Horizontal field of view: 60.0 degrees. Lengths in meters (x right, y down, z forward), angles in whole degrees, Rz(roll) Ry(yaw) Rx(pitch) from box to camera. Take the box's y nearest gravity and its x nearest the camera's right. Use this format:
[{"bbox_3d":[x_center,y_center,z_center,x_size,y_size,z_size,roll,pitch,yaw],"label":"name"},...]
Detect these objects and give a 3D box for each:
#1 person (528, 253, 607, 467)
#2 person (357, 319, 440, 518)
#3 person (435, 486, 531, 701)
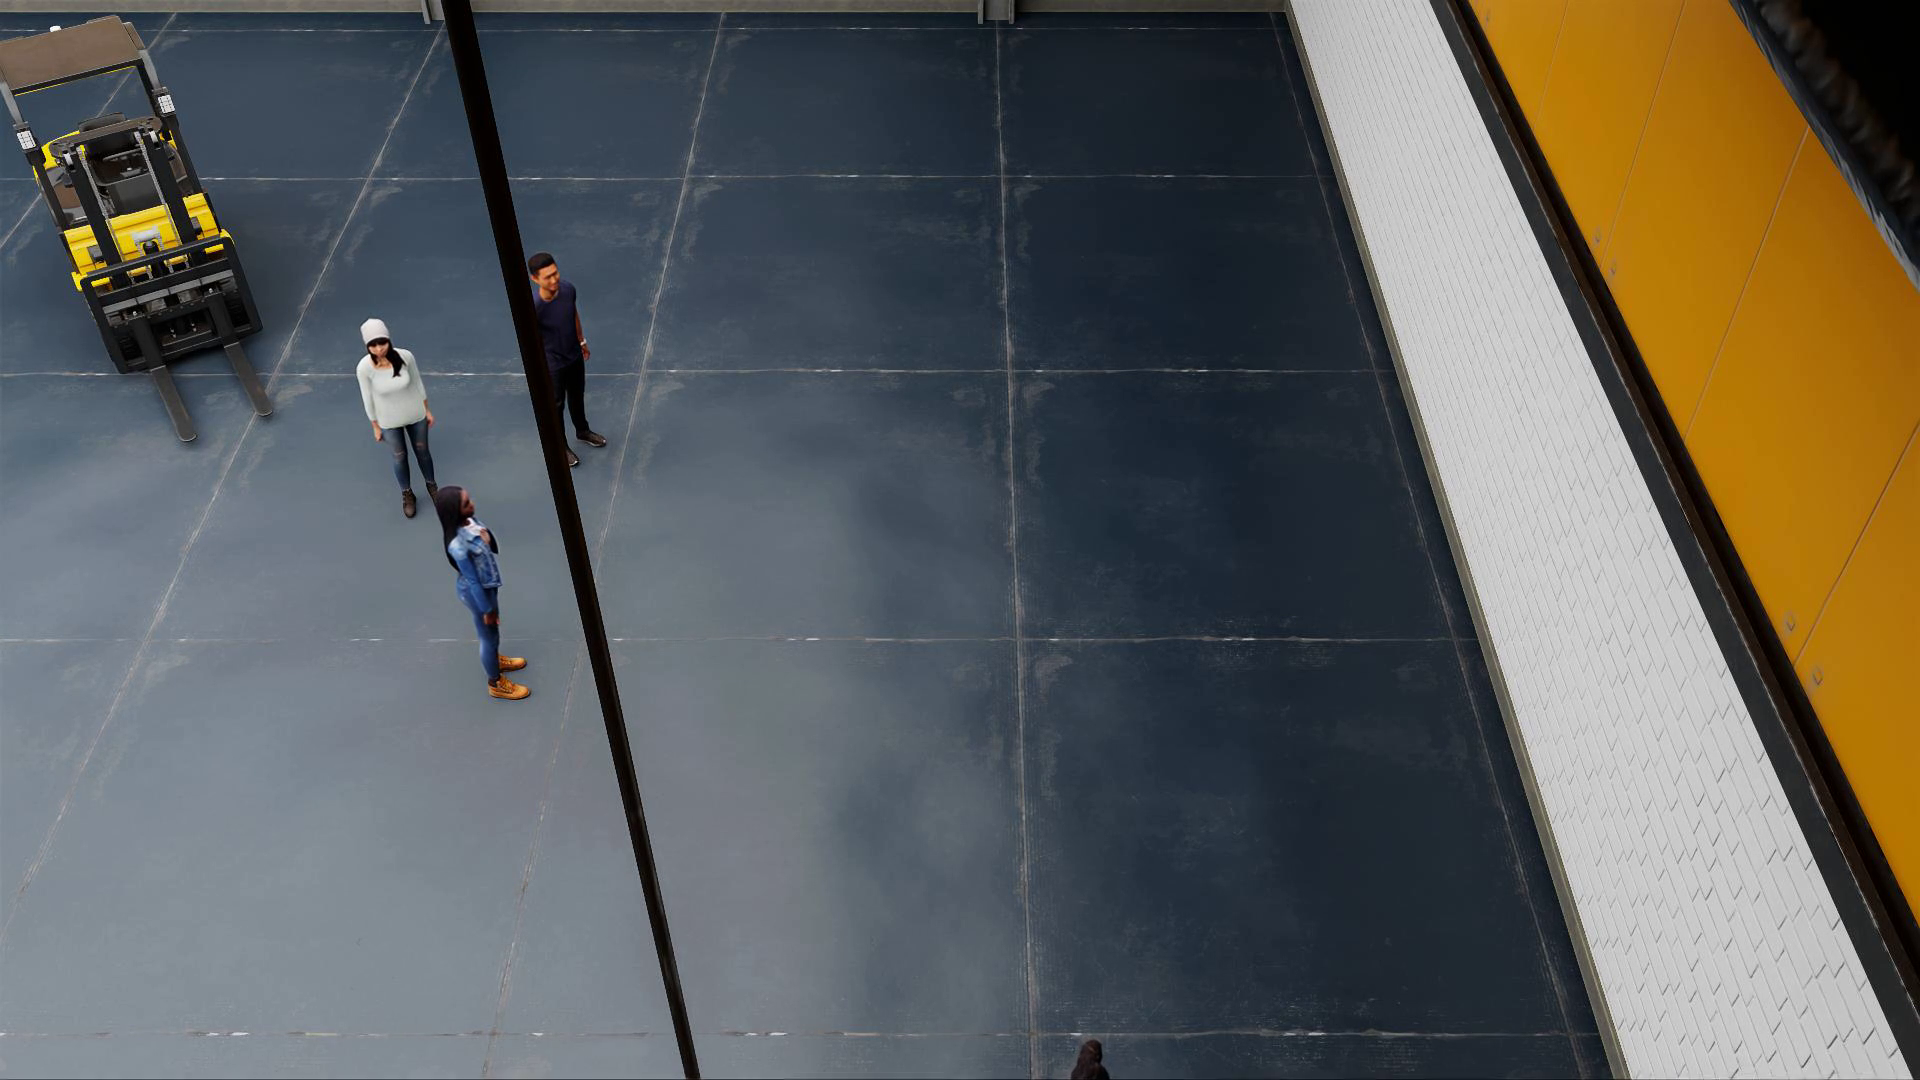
[{"bbox_3d":[-2.958,-1.366,12.287,0.733,1.793,0.718,27,50,25],"label":"person"},{"bbox_3d":[-3.997,-0.885,11.889,0.582,1.644,0.706,-21,47,-20],"label":"person"},{"bbox_3d":[-3.060,0.319,10.576,0.591,1.713,0.644,-9,44,-10],"label":"person"}]
